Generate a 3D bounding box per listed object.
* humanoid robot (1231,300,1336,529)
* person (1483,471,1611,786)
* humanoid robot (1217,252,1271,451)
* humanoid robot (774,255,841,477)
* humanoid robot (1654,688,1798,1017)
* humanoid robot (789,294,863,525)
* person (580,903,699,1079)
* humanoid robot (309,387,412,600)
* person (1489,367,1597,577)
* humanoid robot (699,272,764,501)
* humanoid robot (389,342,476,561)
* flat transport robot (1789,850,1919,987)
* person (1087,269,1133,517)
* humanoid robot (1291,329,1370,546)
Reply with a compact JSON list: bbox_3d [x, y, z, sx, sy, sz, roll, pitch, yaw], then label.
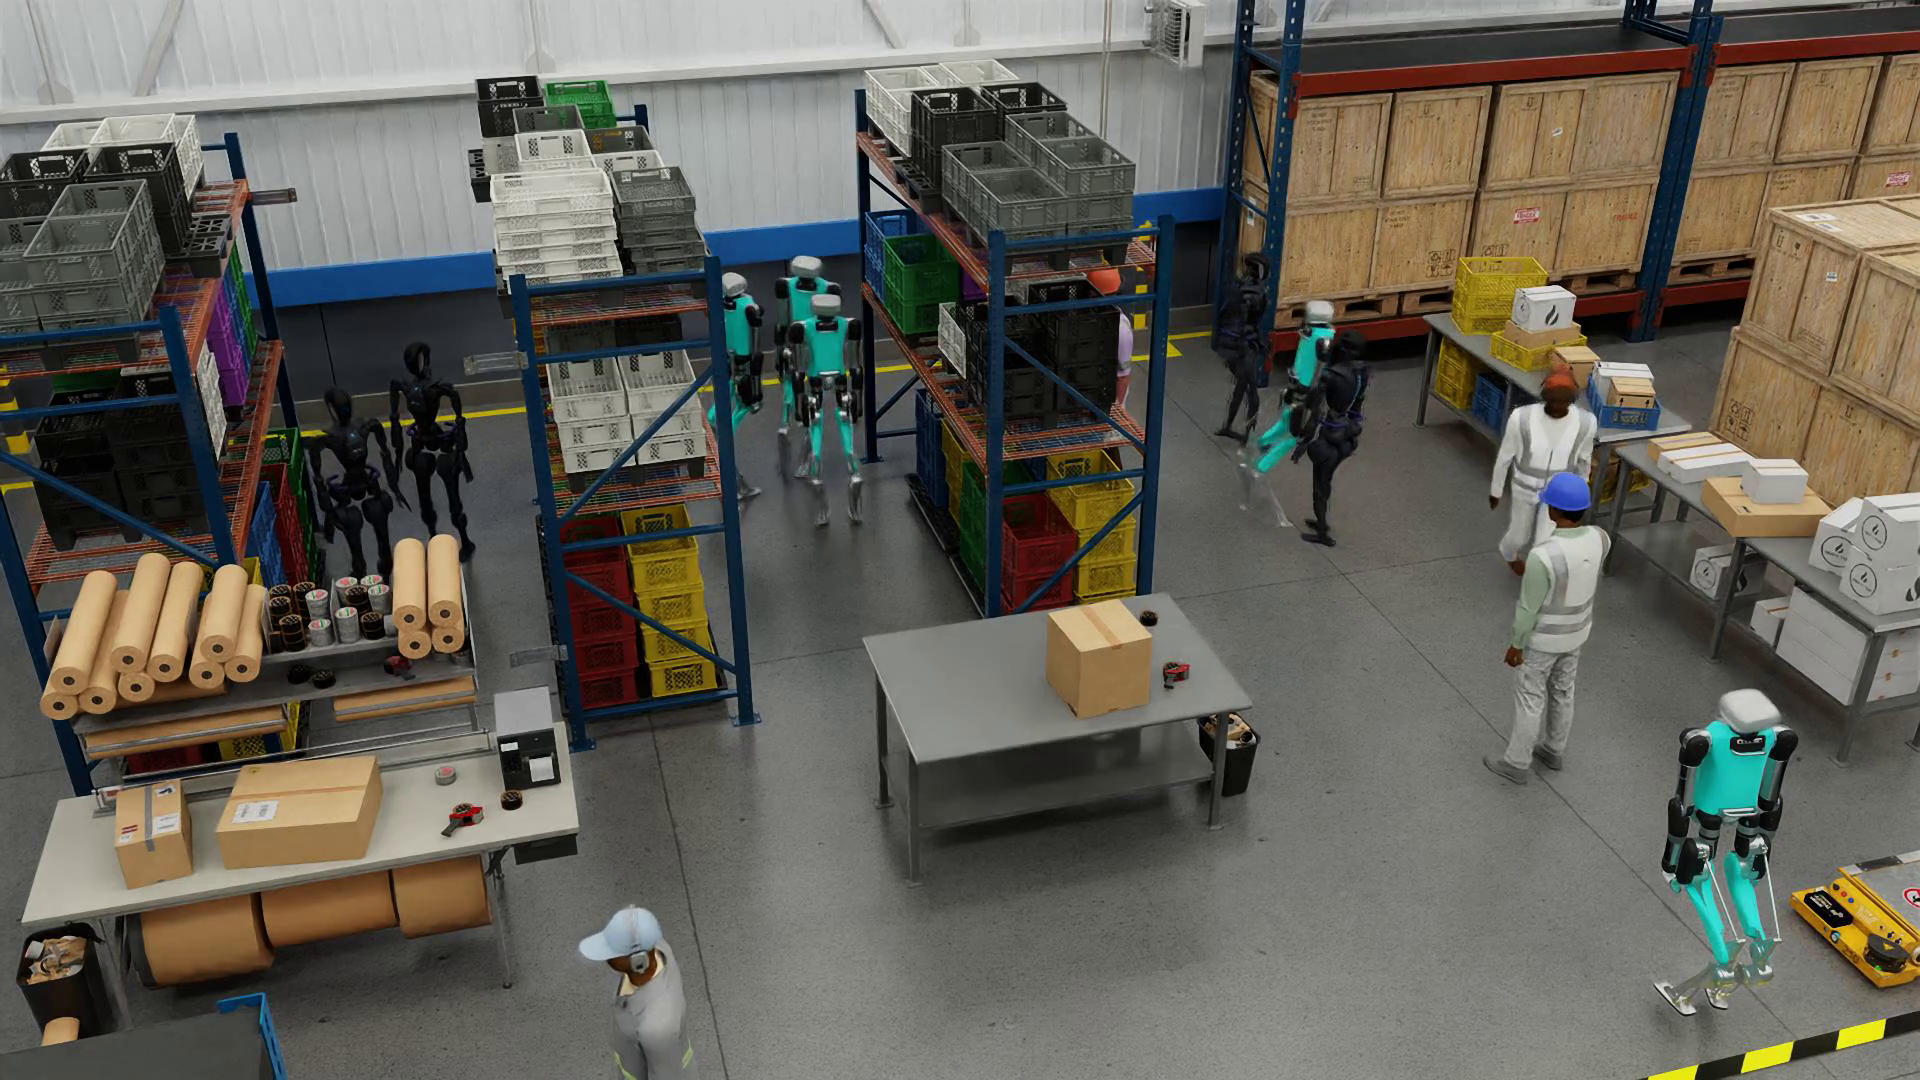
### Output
[{"bbox_3d":[2.297,-0.890,12.298,0.799,1.800,0.530,-2,29,-4],"label":"humanoid robot"},{"bbox_3d":[3.362,0.507,9.510,0.609,1.938,0.428,-16,33,-27],"label":"person"},{"bbox_3d":[2.400,-1.548,13.521,0.568,1.646,0.614,11,31,19],"label":"humanoid robot"},{"bbox_3d":[-1.232,-1.245,12.978,0.534,1.854,0.716,5,29,9],"label":"humanoid robot"},{"bbox_3d":[3.584,1.551,7.671,0.533,1.681,0.735,-2,29,-4],"label":"humanoid robot"},{"bbox_3d":[-0.935,-0.878,12.202,0.533,1.764,0.684,-6,29,-11],"label":"humanoid robot"},{"bbox_3d":[-1.223,2.169,6.571,0.376,1.853,0.587,-8,30,-15],"label":"person"},{"bbox_3d":[-3.997,-0.254,11.159,0.373,1.655,0.608,25,38,38],"label":"humanoid robot"},{"bbox_3d":[3.893,-0.367,11.204,0.603,1.851,0.814,7,30,13],"label":"person"},{"bbox_3d":[-1.823,-1.117,12.629,0.537,1.765,0.681,25,37,37],"label":"humanoid robot"},{"bbox_3d":[-3.746,-0.621,11.822,0.600,1.654,0.330,4,29,8],"label":"humanoid robot"},{"bbox_3d":[5.163,1.916,8.676,1.431,0.231,0.659,-8,30,-14],"label":"flat transport robot"},{"bbox_3d":[1.040,-1.061,12.263,0.388,2.033,0.604,-6,29,-11],"label":"person"},{"bbox_3d":[2.673,-0.759,12.081,0.586,1.651,0.414,-20,35,-32],"label":"humanoid robot"}]
